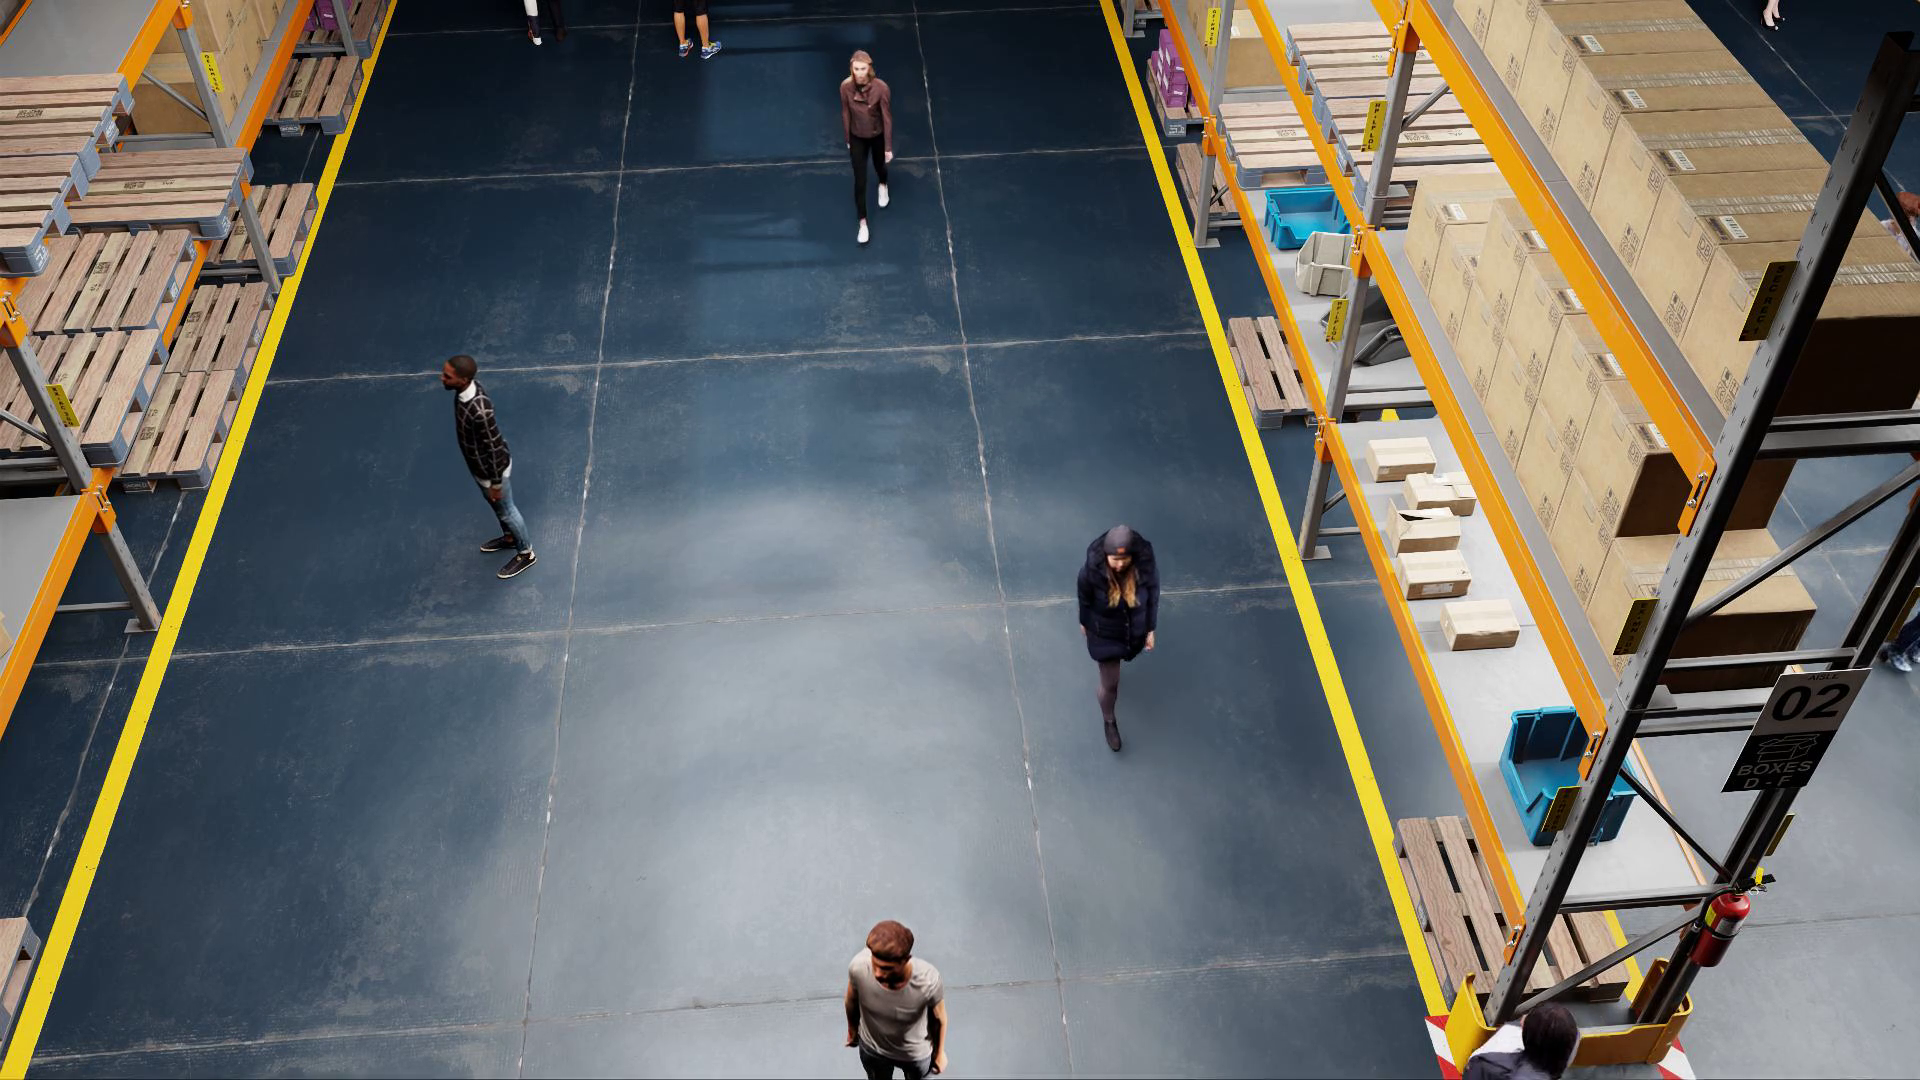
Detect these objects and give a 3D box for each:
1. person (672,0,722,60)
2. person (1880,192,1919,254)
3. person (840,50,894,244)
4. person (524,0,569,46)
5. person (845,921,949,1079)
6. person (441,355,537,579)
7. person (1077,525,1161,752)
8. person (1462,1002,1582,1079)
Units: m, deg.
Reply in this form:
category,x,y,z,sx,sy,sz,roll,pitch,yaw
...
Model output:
category,x,y,z,sx,sy,sz,roll,pitch,yaw
person,-2.776,-5.794,16.821,0.684,1.869,0.679,11,45,12
person,7.092,-1.990,12.986,0.588,1.651,0.542,0,44,0
person,-0.775,-3.545,14.609,0.754,1.664,1.166,4,44,4
person,-4.388,-6.022,17.043,0.719,1.893,0.648,-11,45,-11
person,-0.304,2.438,8.161,0.735,1.895,0.678,12,45,12
person,-3.203,-0.527,11.328,0.797,1.820,0.650,-21,48,-21
person,0.976,0.475,10.408,0.713,1.639,1.104,-7,44,-7
person,2.734,2.752,8.057,0.945,1.584,0.882,31,52,29
